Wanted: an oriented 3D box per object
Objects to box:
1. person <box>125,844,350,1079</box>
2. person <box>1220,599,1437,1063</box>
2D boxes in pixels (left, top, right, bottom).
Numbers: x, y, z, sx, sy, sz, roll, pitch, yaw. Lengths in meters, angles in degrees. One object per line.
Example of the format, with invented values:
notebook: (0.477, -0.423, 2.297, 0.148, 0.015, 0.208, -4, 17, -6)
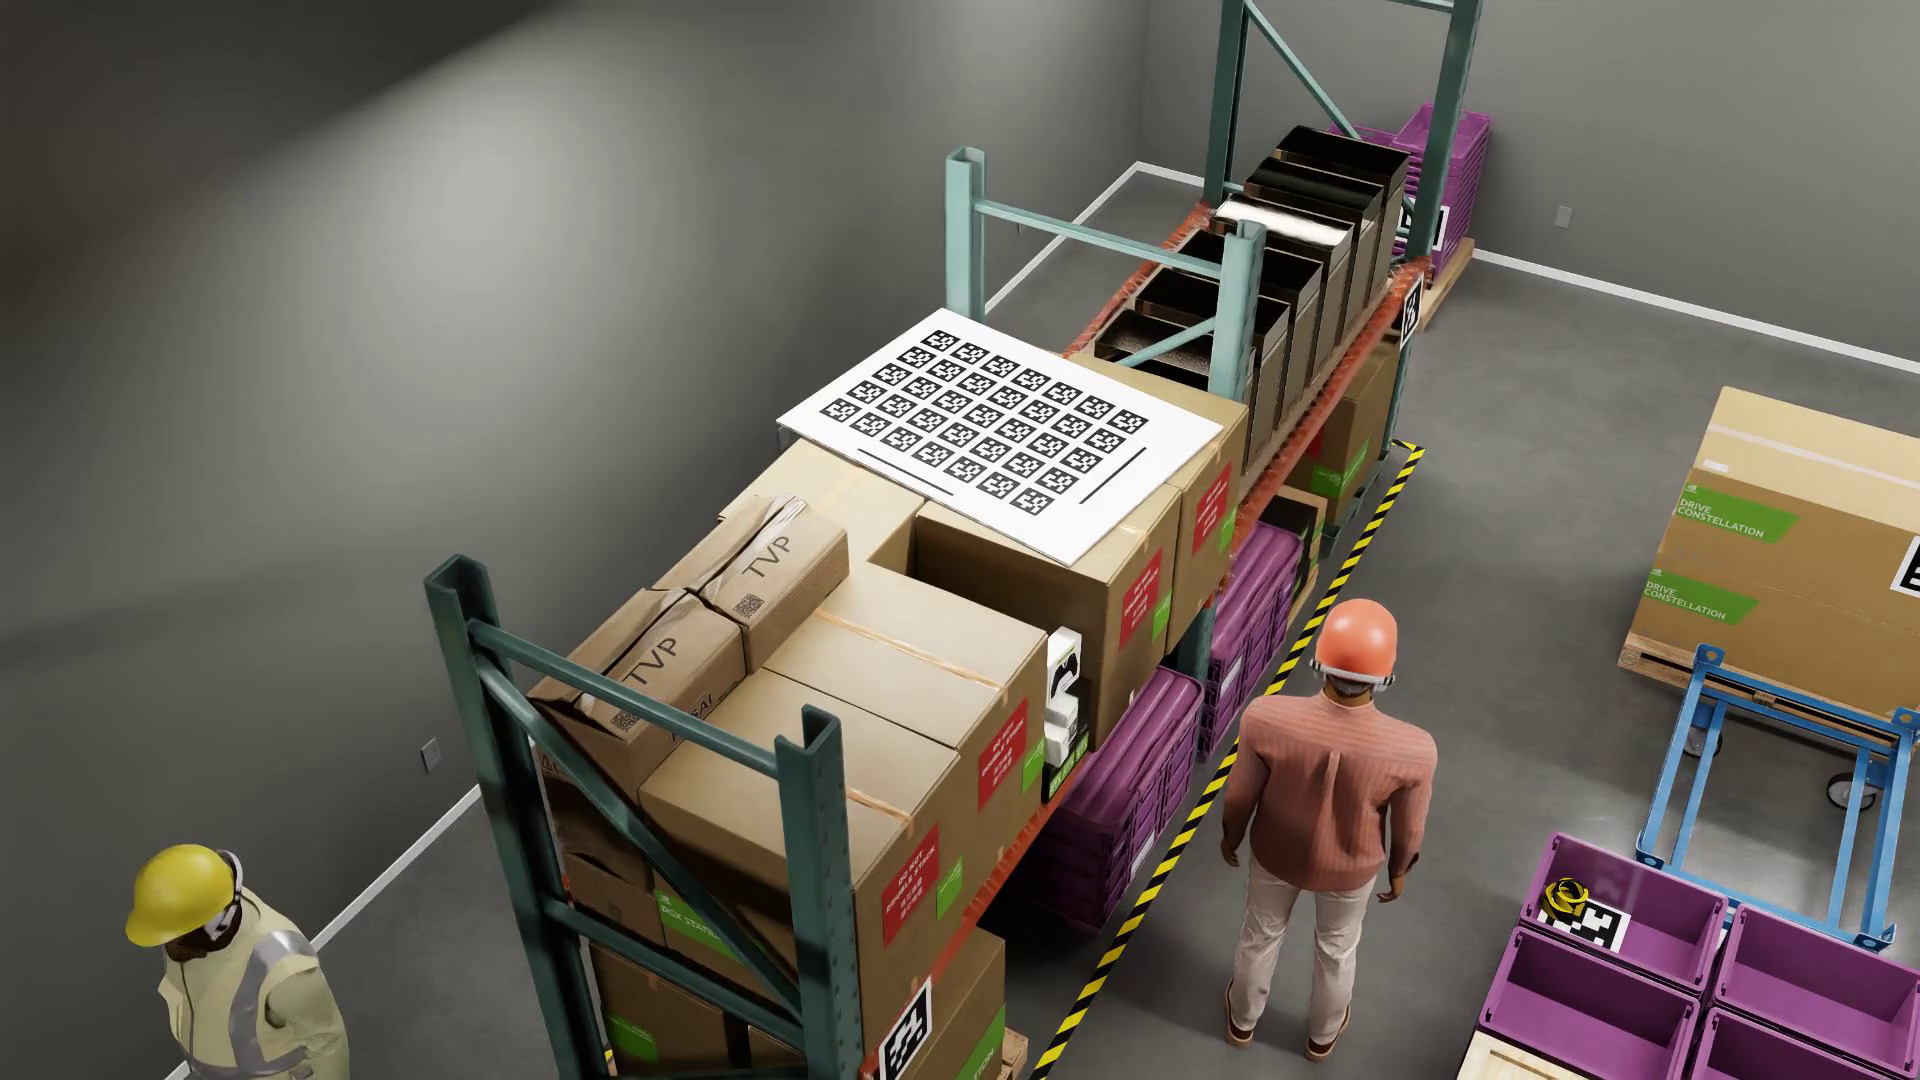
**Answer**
person: (-2.028, 1.505, 4.886, 0.600, 1.827, 0.404, 24, 45, 26)
person: (1.157, 0.979, 5.387, 0.625, 1.991, 0.392, 10, 41, 12)
